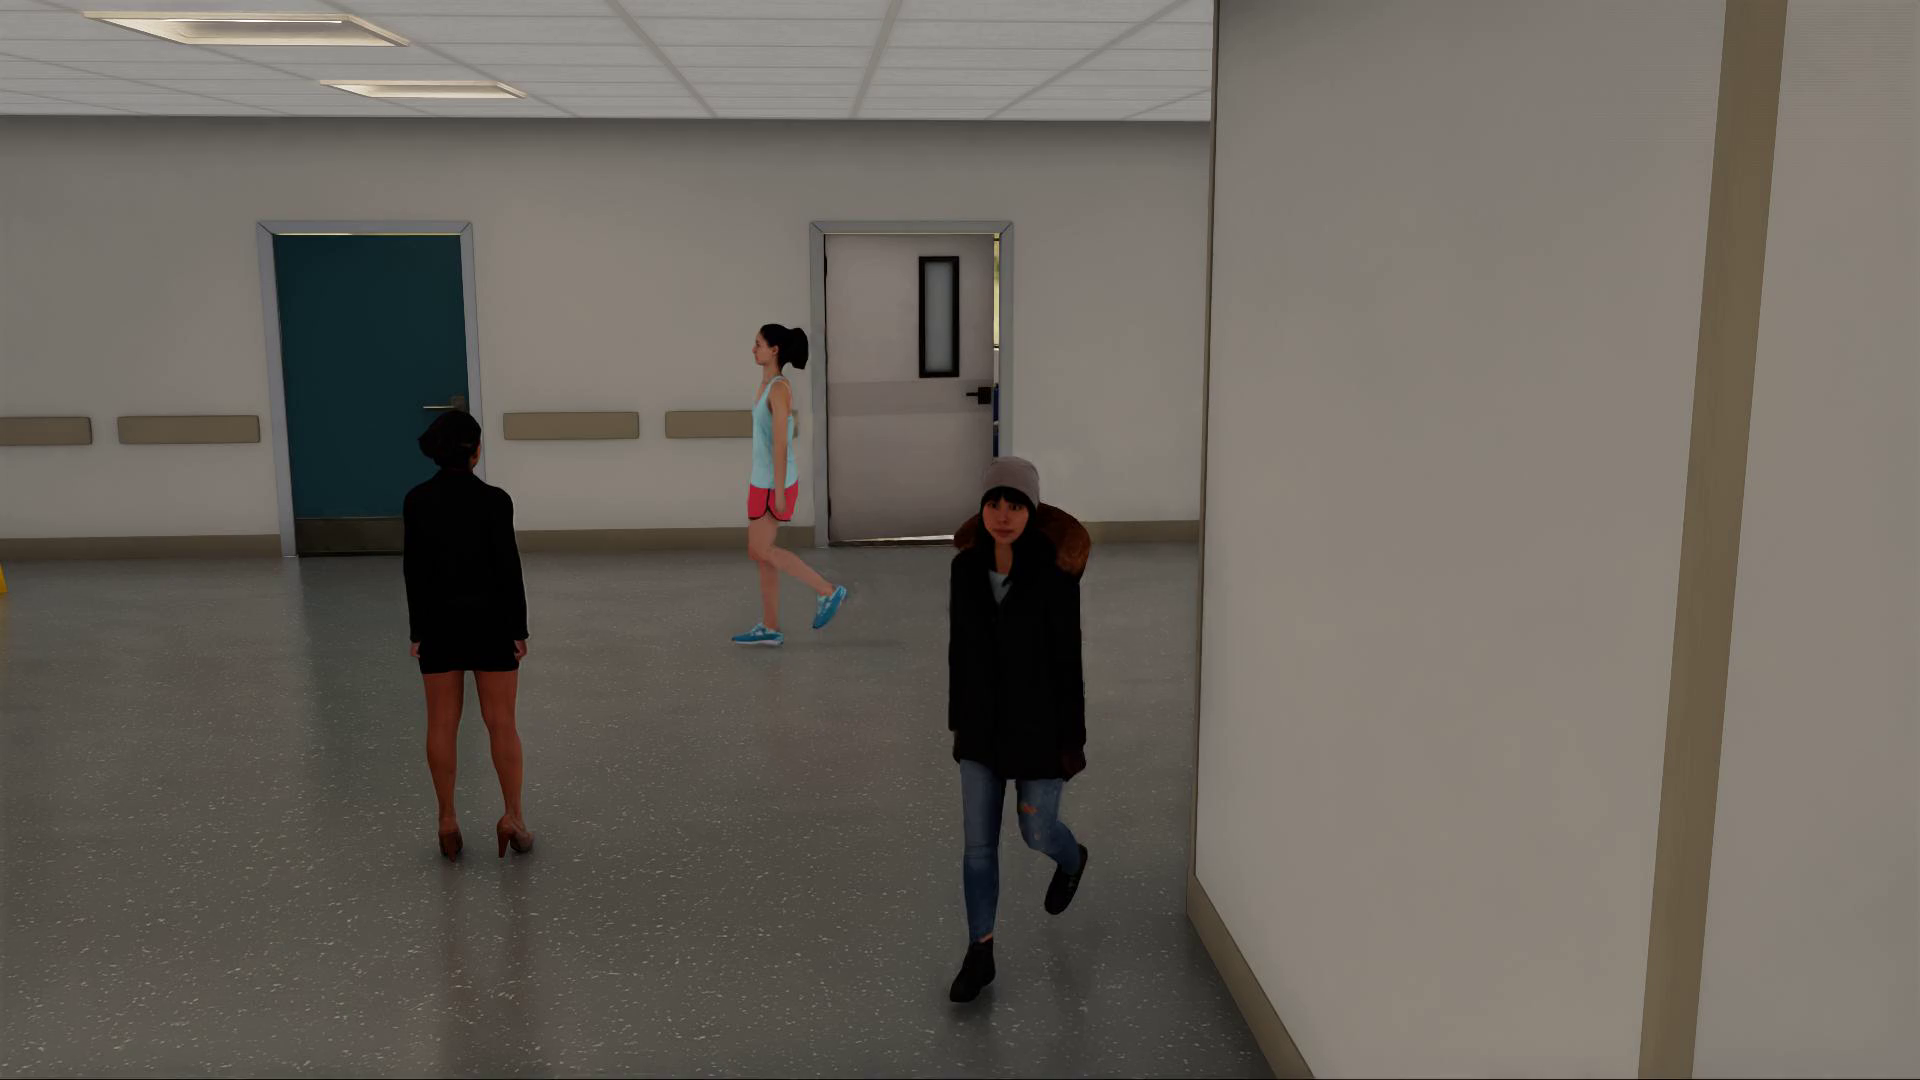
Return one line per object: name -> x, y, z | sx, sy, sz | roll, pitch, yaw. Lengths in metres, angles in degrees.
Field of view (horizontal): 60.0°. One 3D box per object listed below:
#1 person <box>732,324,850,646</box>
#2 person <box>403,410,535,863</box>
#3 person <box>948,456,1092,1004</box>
person -> -0.936, -0.280, 9.006 | 0.854, 1.751, 0.575 | -1, 11, -6
person -> -1.771, 0.349, 5.989 | 0.539, 1.640, 0.631 | -1, 11, -3
person -> 0.196, 0.546, 5.031 | 1.001, 1.612, 0.952 | 5, 12, 25
